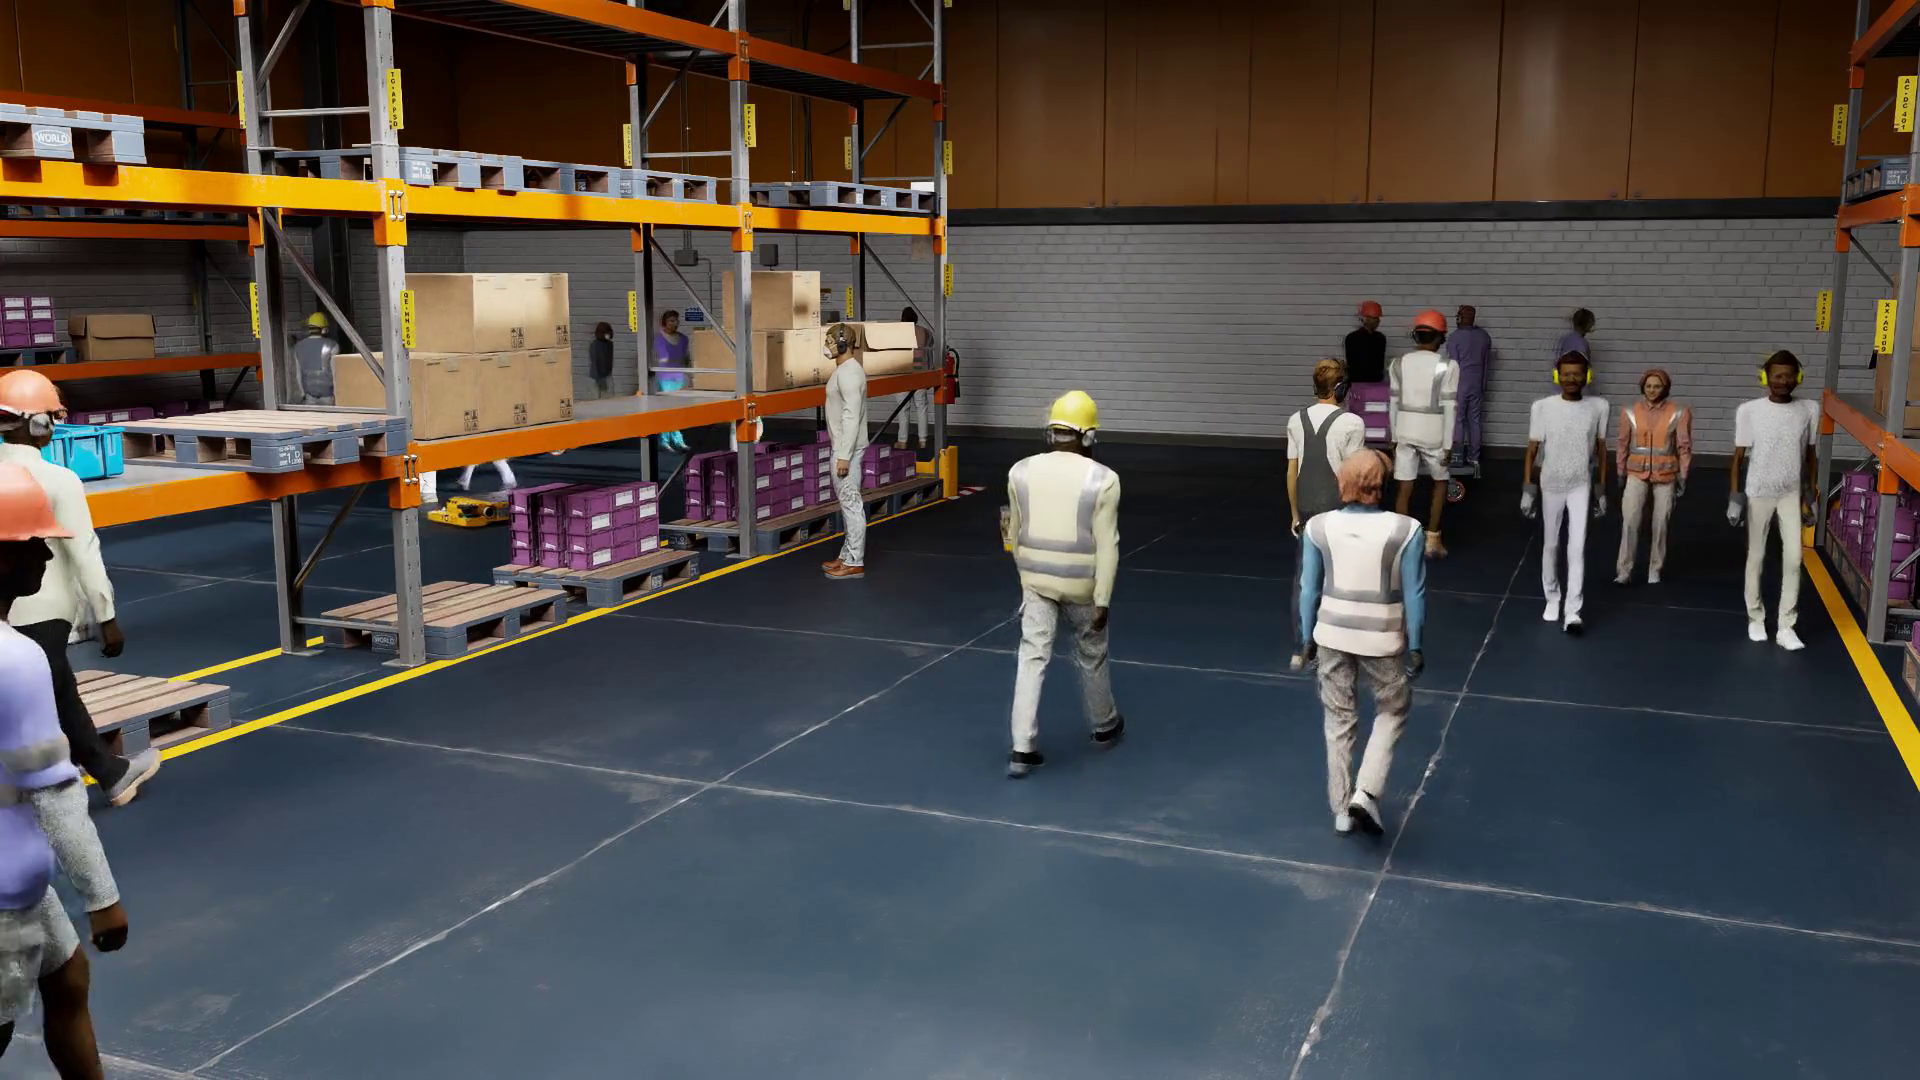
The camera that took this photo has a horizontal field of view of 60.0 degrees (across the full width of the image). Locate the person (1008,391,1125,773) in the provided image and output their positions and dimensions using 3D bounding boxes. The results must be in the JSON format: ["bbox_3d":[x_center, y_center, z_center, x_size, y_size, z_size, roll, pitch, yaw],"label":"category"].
[{"bbox_3d":[0.499,0.185,7.915,0.597,1.785,0.940,4,10,24],"label":"person"}]

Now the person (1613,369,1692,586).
[{"bbox_3d":[5.060,-0.437,12.183,0.533,1.604,0.792,5,11,30],"label":"person"}]

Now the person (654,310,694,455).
[{"bbox_3d":[-3.565,-1.961,20.823,0.587,1.798,0.926,-9,13,-44],"label":"person"}]

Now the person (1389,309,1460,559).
[{"bbox_3d":[3.724,-0.826,13.317,0.626,2.018,0.707,7,12,38],"label":"person"}]

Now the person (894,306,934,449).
[{"bbox_3d":[-0.646,-2.095,21.544,0.623,1.844,0.429,-4,10,-22],"label":"person"}]

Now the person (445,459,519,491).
[{"bbox_3d":[-4.960,-1.317,17.218,0.921,1.717,0.528,2,10,12],"label":"person"}]

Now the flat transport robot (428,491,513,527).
[{"bbox_3d":[-4.170,-0.327,15.571,0.652,0.197,1.431,9,13,42],"label":"flat transport robot"}]

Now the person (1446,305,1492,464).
[{"bbox_3d":[5.933,-1.812,19.626,0.636,1.910,0.405,-5,10,-26],"label":"person"}]

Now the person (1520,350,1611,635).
[{"bbox_3d":[3.929,-0.311,10.799,0.544,1.818,0.971,3,10,18],"label":"person"}]

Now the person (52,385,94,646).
[{"bbox_3d":[-5.662,-0.158,10.414,0.511,1.640,0.308,7,12,37],"label":"person"}]

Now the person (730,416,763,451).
[{"bbox_3d":[-2.456,-1.567,18.752,0.537,1.697,0.459,9,13,43],"label":"person"}]

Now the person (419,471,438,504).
[{"bbox_3d":[-5.445,-1.304,16.614,0.345,1.883,0.584,-7,12,-37],"label":"person"}]

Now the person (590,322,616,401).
[{"bbox_3d":[-5.130,-2.310,23.596,0.687,1.589,0.506,6,11,34],"label":"person"}]

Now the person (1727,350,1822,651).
[{"bbox_3d":[5.053,-0.239,10.274,0.573,1.841,0.767,2,10,13],"label":"person"}]

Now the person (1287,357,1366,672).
[{"bbox_3d":[2.134,-0.137,9.664,0.509,1.846,0.341,8,12,41],"label":"person"}]

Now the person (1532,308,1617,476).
[{"bbox_3d":[6.953,-1.633,18.629,1.042,1.868,0.645,2,10,12],"label":"person"}]

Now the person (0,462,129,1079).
[{"bbox_3d":[-2.181,0.761,4.023,0.578,1.904,0.853,8,12,39],"label":"person"}]

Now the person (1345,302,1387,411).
[{"bbox_3d":[4.744,-1.778,19.294,0.623,1.941,0.995,-4,10,-22],"label":"person"}]

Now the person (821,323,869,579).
[{"bbox_3d":[-0.877,-0.676,12.646,0.368,1.939,0.633,-1,9,-6],"label":"person"}]

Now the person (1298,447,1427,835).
[{"bbox_3d":[1.653,0.431,6.852,0.534,1.627,0.364,5,11,28],"label":"person"}]

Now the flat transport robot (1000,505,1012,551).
[{"bbox_3d":[0.684,-0.112,14.267,0.652,0.197,1.431,0,10,0],"label":"flat transport robot"}]

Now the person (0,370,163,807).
[{"bbox_3d":[-3.736,0.276,6.848,0.647,1.938,1.036,4,10,23],"label":"person"}]

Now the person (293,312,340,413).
[{"bbox_3d":[-7.541,-1.788,19.745,0.626,1.812,0.570,1,9,9],"label":"person"}]
